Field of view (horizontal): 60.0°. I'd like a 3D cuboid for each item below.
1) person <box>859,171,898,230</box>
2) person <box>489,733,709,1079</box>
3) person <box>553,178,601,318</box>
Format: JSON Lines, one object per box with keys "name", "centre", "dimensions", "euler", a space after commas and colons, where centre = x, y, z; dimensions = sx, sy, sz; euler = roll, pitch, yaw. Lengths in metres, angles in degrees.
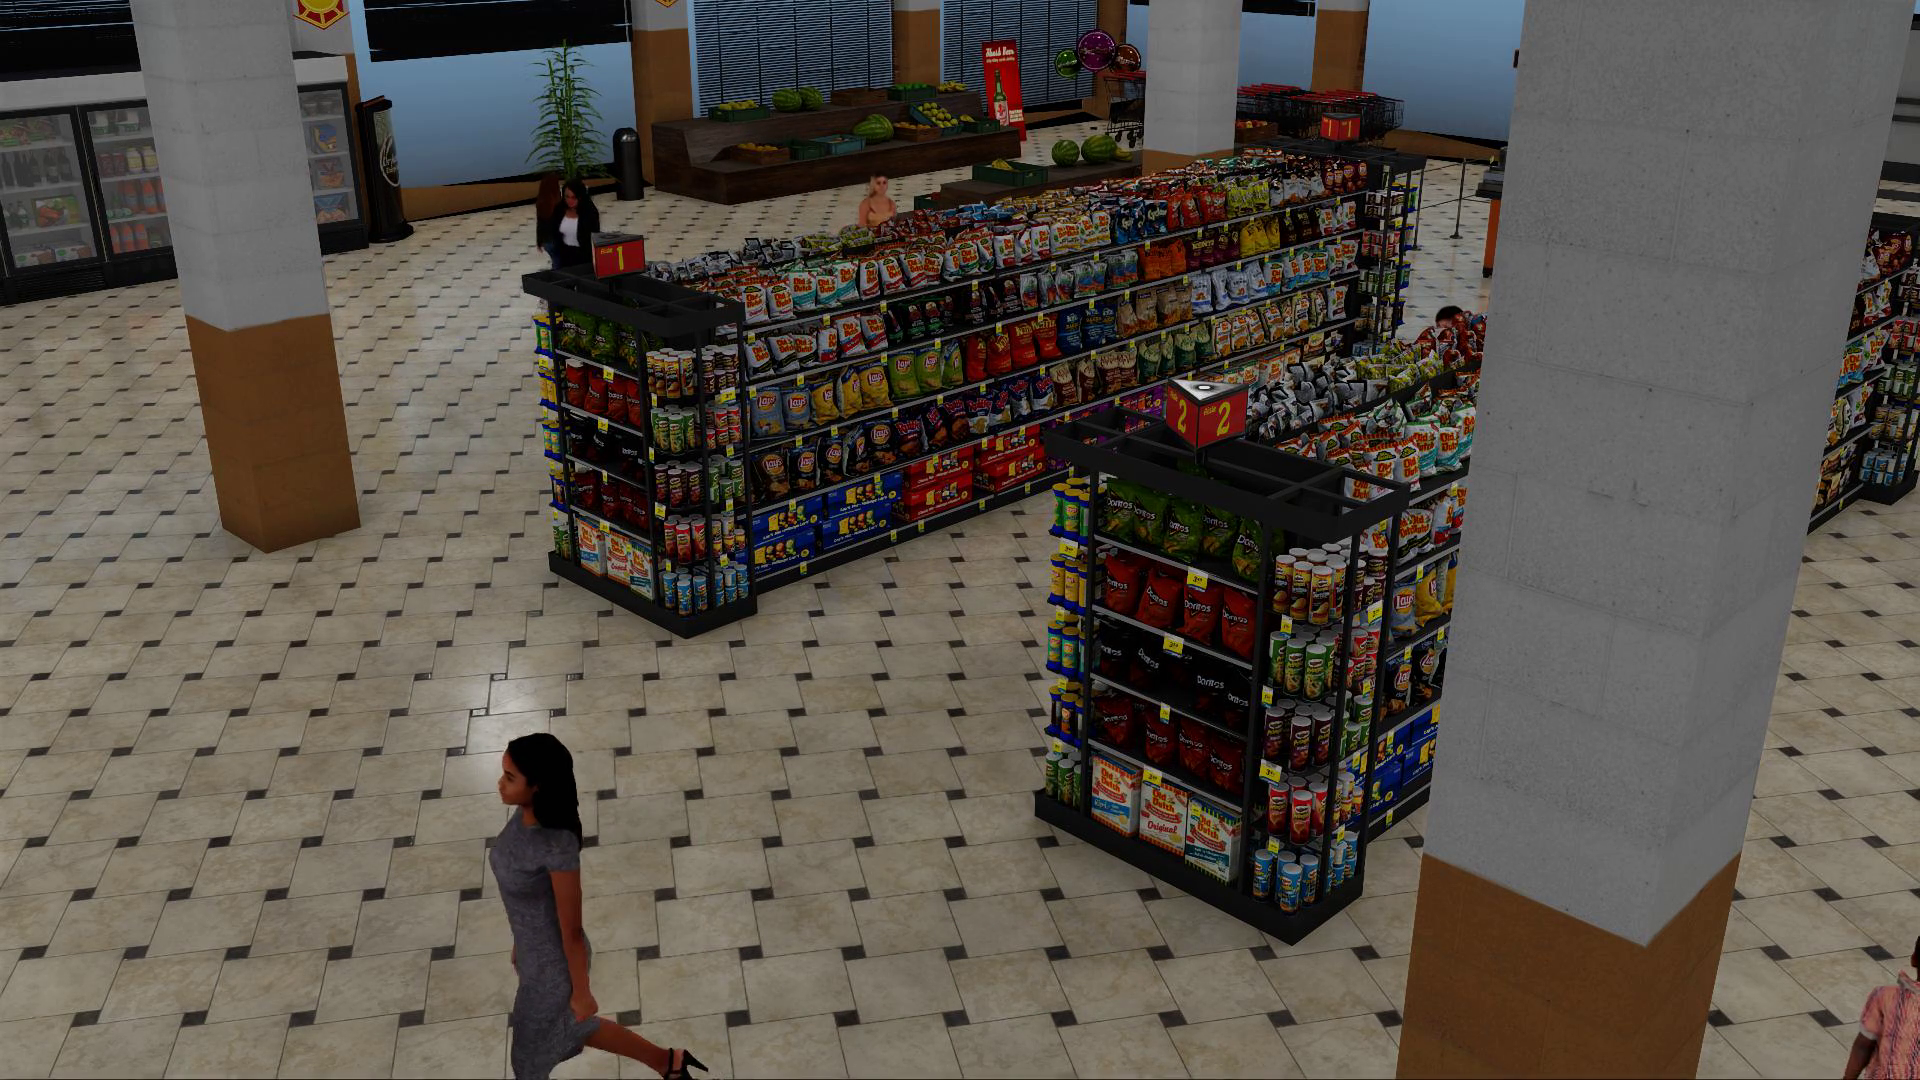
{"name": "person", "centre": [-0.863, -2.848, 16.543], "dimensions": [1.128, 1.600, 0.948], "euler": [-8, 23, -19]}
{"name": "person", "centre": [-1.303, 1.437, 5.669], "dimensions": [1.133, 1.755, 0.826], "euler": [-11, 24, -25]}
{"name": "person", "centre": [-3.741, -2.810, 16.494], "dimensions": [1.021, 1.564, 1.119], "euler": [4, 22, 11]}
